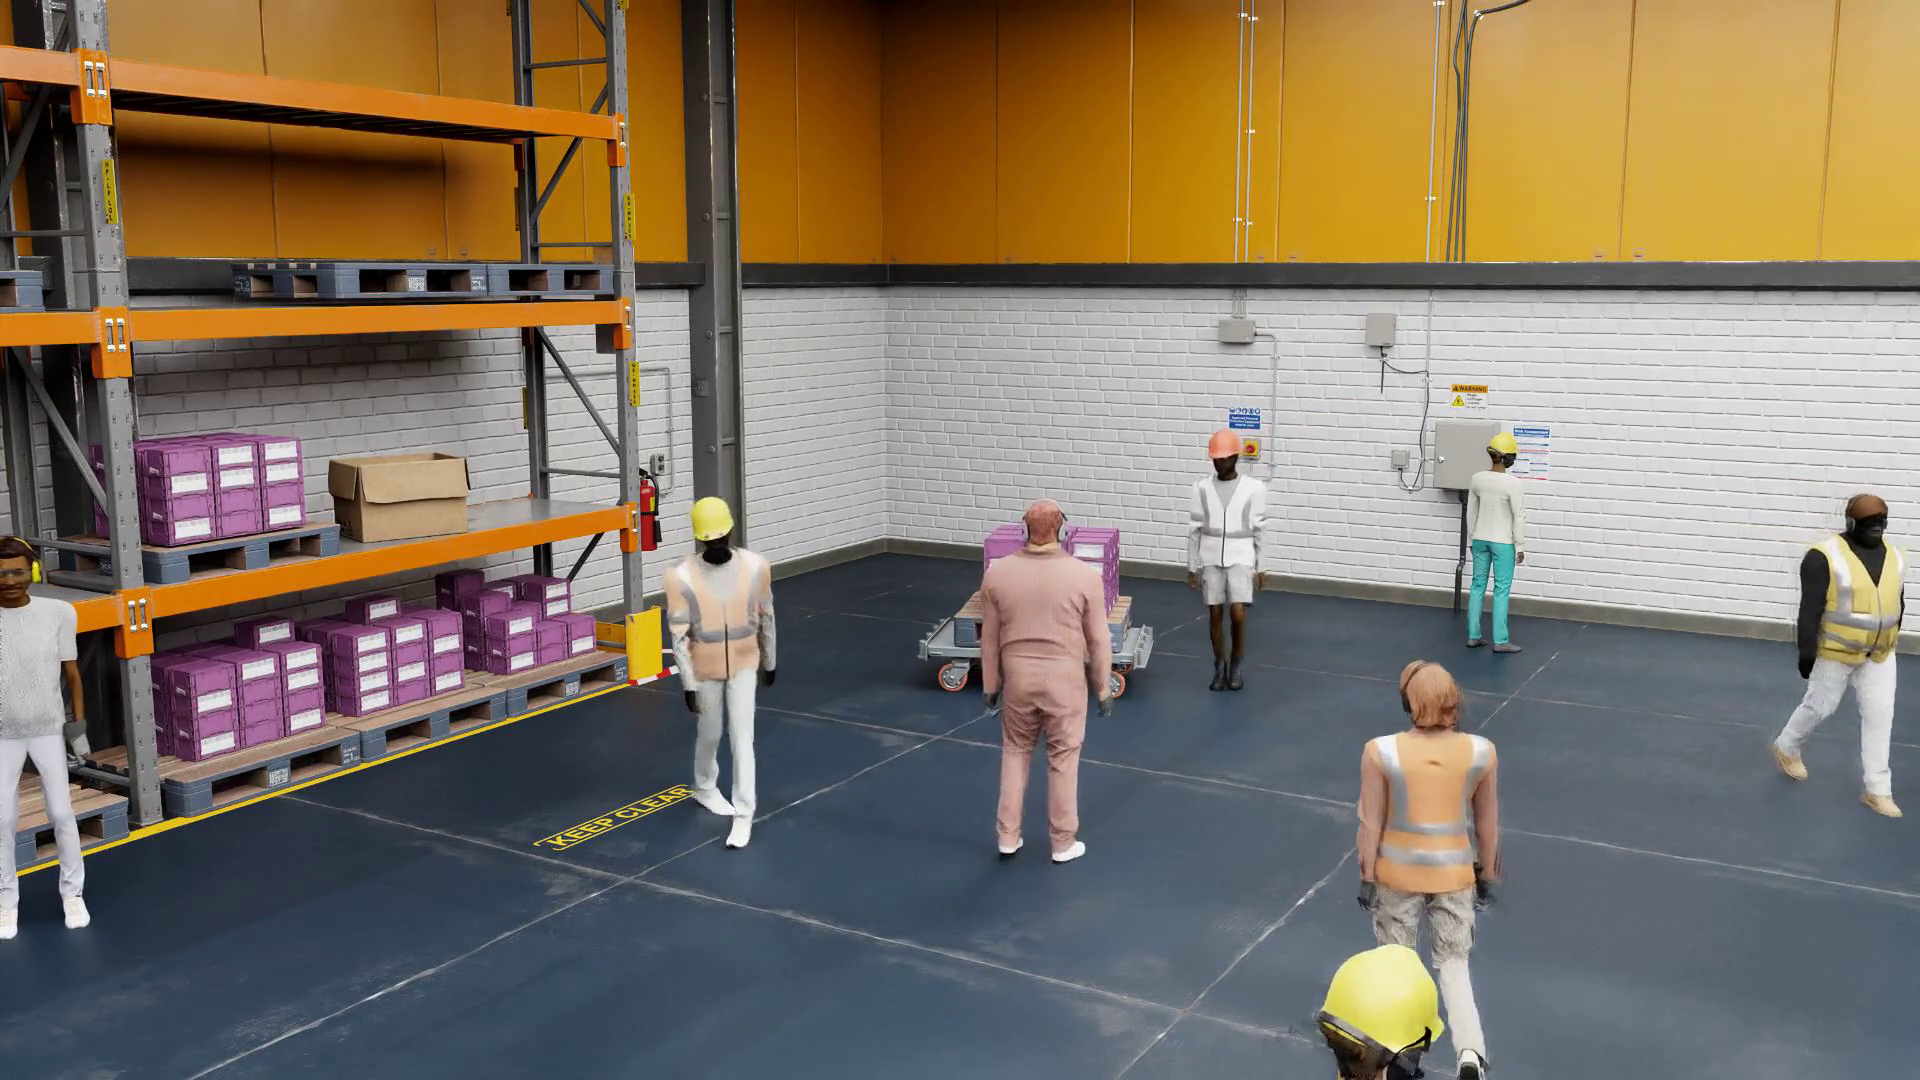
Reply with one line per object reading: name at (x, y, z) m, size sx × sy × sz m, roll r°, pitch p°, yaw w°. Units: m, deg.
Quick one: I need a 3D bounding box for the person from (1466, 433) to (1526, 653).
person at (4.315, 0.019, 13.357) m, size 0.326 × 1.767 × 0.533 m, roll -6°, pitch 11°, yaw -34°

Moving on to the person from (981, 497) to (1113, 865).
person at (0.433, 0.729, 8.502) m, size 0.675 × 1.907 × 0.410 m, roll 3°, pitch 10°, yaw 20°

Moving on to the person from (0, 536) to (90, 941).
person at (-4.278, 0.896, 7.614) m, size 0.505 × 1.860 × 0.320 m, roll -5°, pitch 10°, yaw -26°

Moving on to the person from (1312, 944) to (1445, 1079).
person at (0.776, 1.643, 3.270) m, size 0.385 × 1.752 × 0.530 m, roll -8°, pitch 12°, yaw -40°

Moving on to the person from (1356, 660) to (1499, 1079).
person at (1.716, 1.260, 6.065) m, size 0.524 × 1.624 × 0.617 m, roll 0°, pitch 9°, yaw 1°

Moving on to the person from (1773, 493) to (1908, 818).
person at (5.097, 0.609, 9.602) m, size 0.637 × 1.812 × 0.889 m, roll -1°, pitch 9°, yaw -5°

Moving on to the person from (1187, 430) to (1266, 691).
person at (1.913, 0.160, 12.007) m, size 0.572 × 1.912 × 0.474 m, roll 3°, pitch 10°, yaw 20°

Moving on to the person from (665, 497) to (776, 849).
person at (-1.287, 0.669, 9.007) m, size 0.600 × 1.878 × 0.880 m, roll -2°, pitch 9°, yaw -15°
